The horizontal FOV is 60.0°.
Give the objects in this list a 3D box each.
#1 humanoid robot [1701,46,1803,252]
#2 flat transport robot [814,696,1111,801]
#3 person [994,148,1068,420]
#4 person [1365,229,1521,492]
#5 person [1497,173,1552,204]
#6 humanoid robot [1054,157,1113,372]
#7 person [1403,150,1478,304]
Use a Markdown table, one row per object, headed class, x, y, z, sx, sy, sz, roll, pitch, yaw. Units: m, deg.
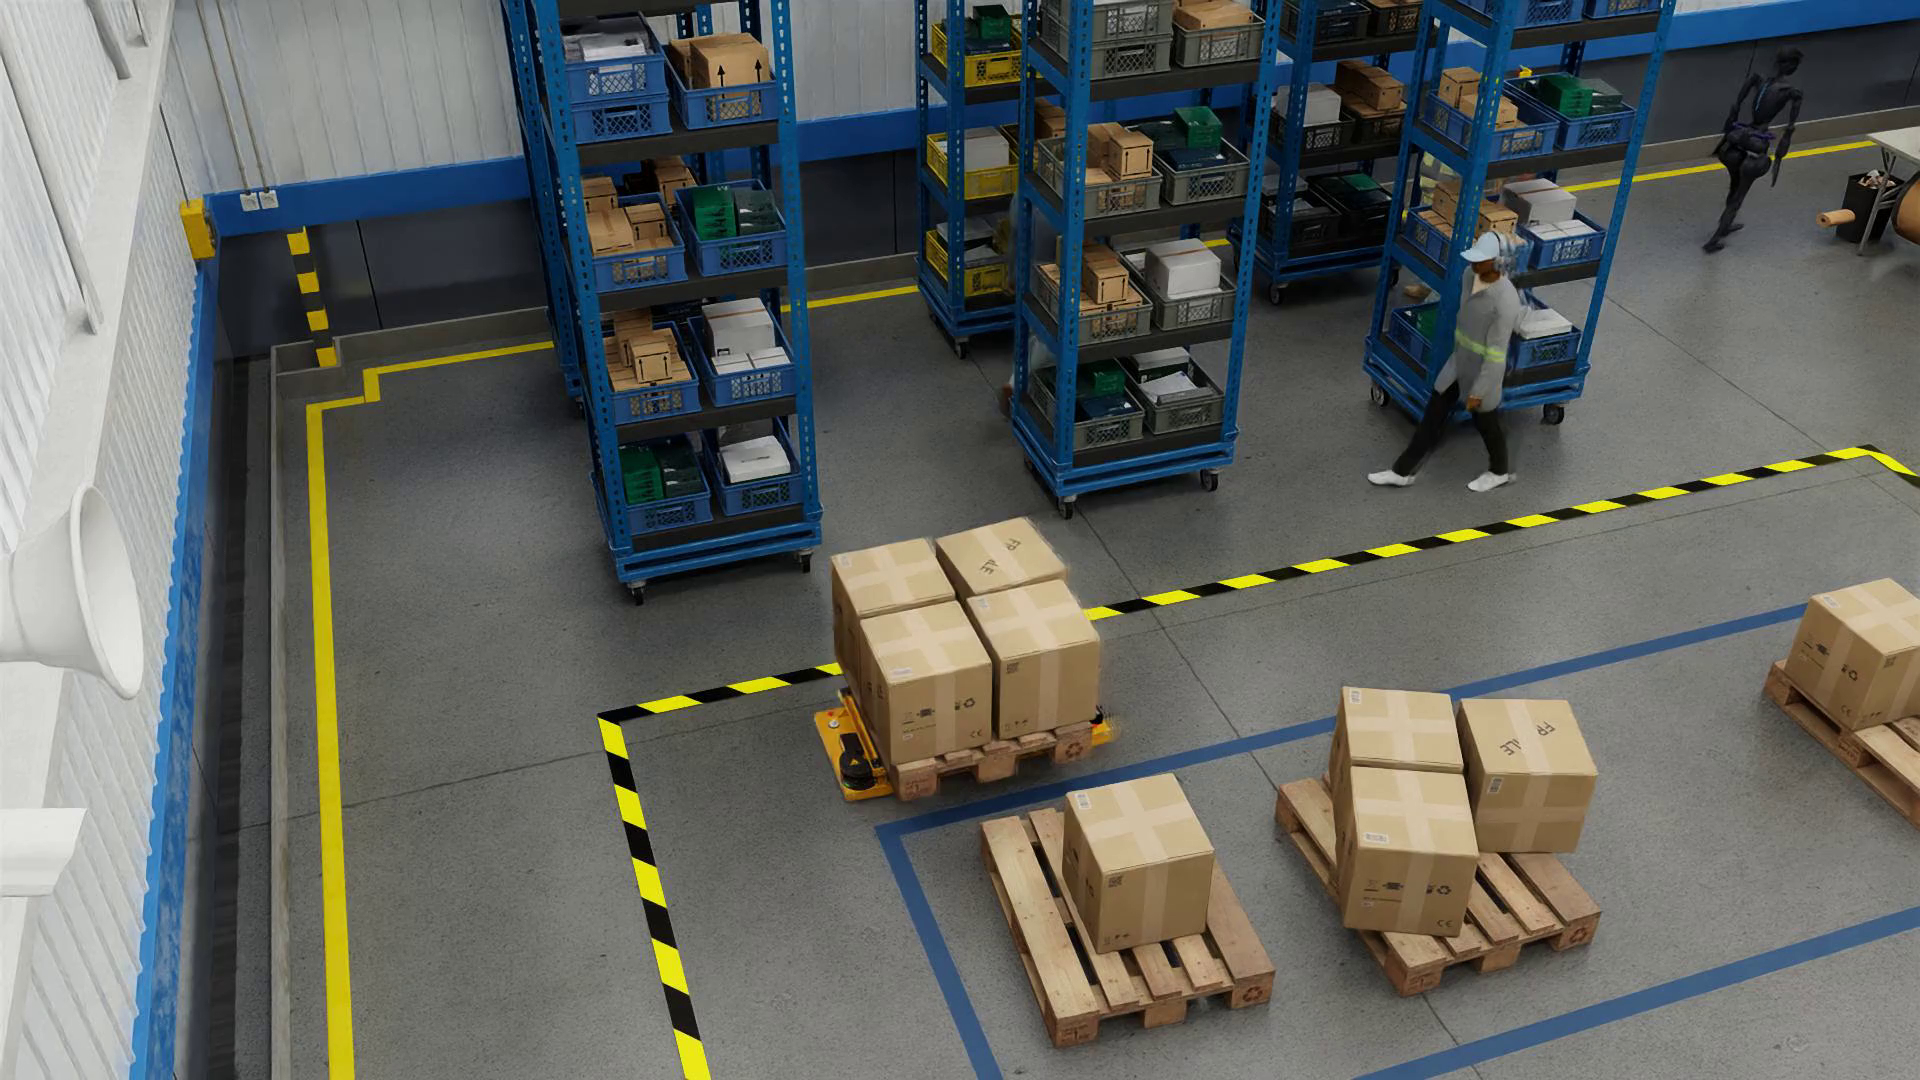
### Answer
| class | x | y | z | sx | sy | sz | roll | pitch | yaw |
| --- | --- | --- | --- | --- | --- | --- | --- | --- | --- |
| humanoid robot | 6.294 | -3.119 | 13.273 | 0.640 | 1.627 | 0.613 | -20 | 40 | -26 |
| flat transport robot | 0.006 | 0.933 | 8.708 | 1.431 | 0.197 | 0.652 | -11 | 37 | -15 |
| person | 0.511 | -1.660 | 10.981 | 0.715 | 1.915 | 0.639 | -24 | 42 | -30 |
| person | 3.116 | -1.062 | 10.234 | 0.940 | 1.797 | 0.602 | -10 | 36 | -13 |
| person | 4.052 | -2.362 | 11.959 | 0.465 | 1.924 | 0.651 | 6 | 36 | 8 |
| humanoid robot | 0.907 | -1.905 | 11.544 | 0.490 | 1.645 | 0.613 | -20 | 40 | -26 |
| person | 3.585 | -2.543 | 12.296 | 0.429 | 1.841 | 0.635 | 6 | 36 | 8 |
